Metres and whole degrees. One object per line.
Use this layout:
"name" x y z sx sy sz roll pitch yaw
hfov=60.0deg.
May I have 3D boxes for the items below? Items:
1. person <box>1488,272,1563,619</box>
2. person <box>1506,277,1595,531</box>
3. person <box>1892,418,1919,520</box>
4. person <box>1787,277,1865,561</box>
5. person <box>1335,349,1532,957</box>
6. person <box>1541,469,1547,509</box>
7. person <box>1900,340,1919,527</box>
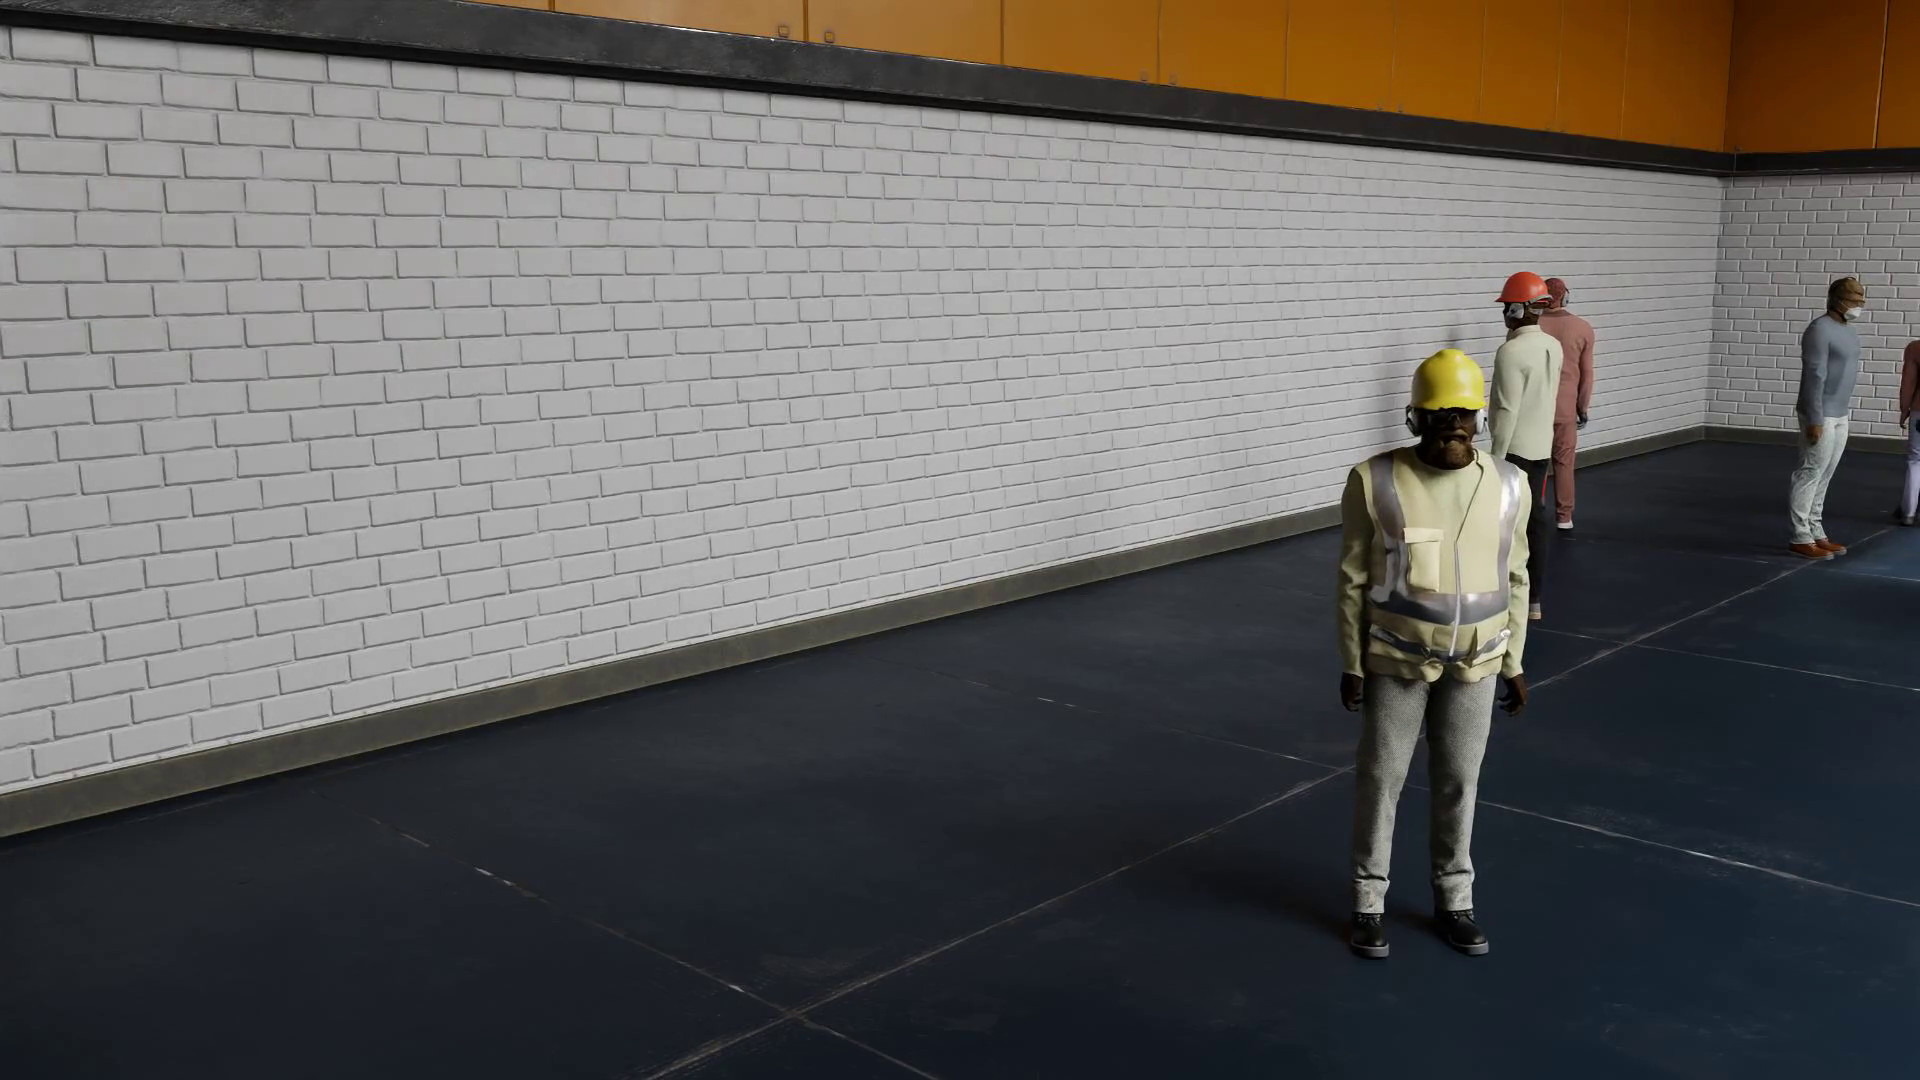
"person" 3.156 -0.509 9.409 0.381 1.994 0.621 10 14 44
"person" 4.422 -1.018 12.559 0.642 1.909 0.399 2 10 13
"person" 7.548 -1.011 12.642 0.565 1.887 0.991 0 10 0
"person" 5.963 -0.834 11.443 0.627 1.933 0.375 -9 14 -43
"person" 1.422 0.347 4.995 0.588 1.834 0.403 0 10 -2
"person" 4.636 -1.129 13.590 0.320 1.767 0.534 -1 10 -6
"person" 7.431 -0.960 12.635 0.530 1.765 0.326 9 14 42
